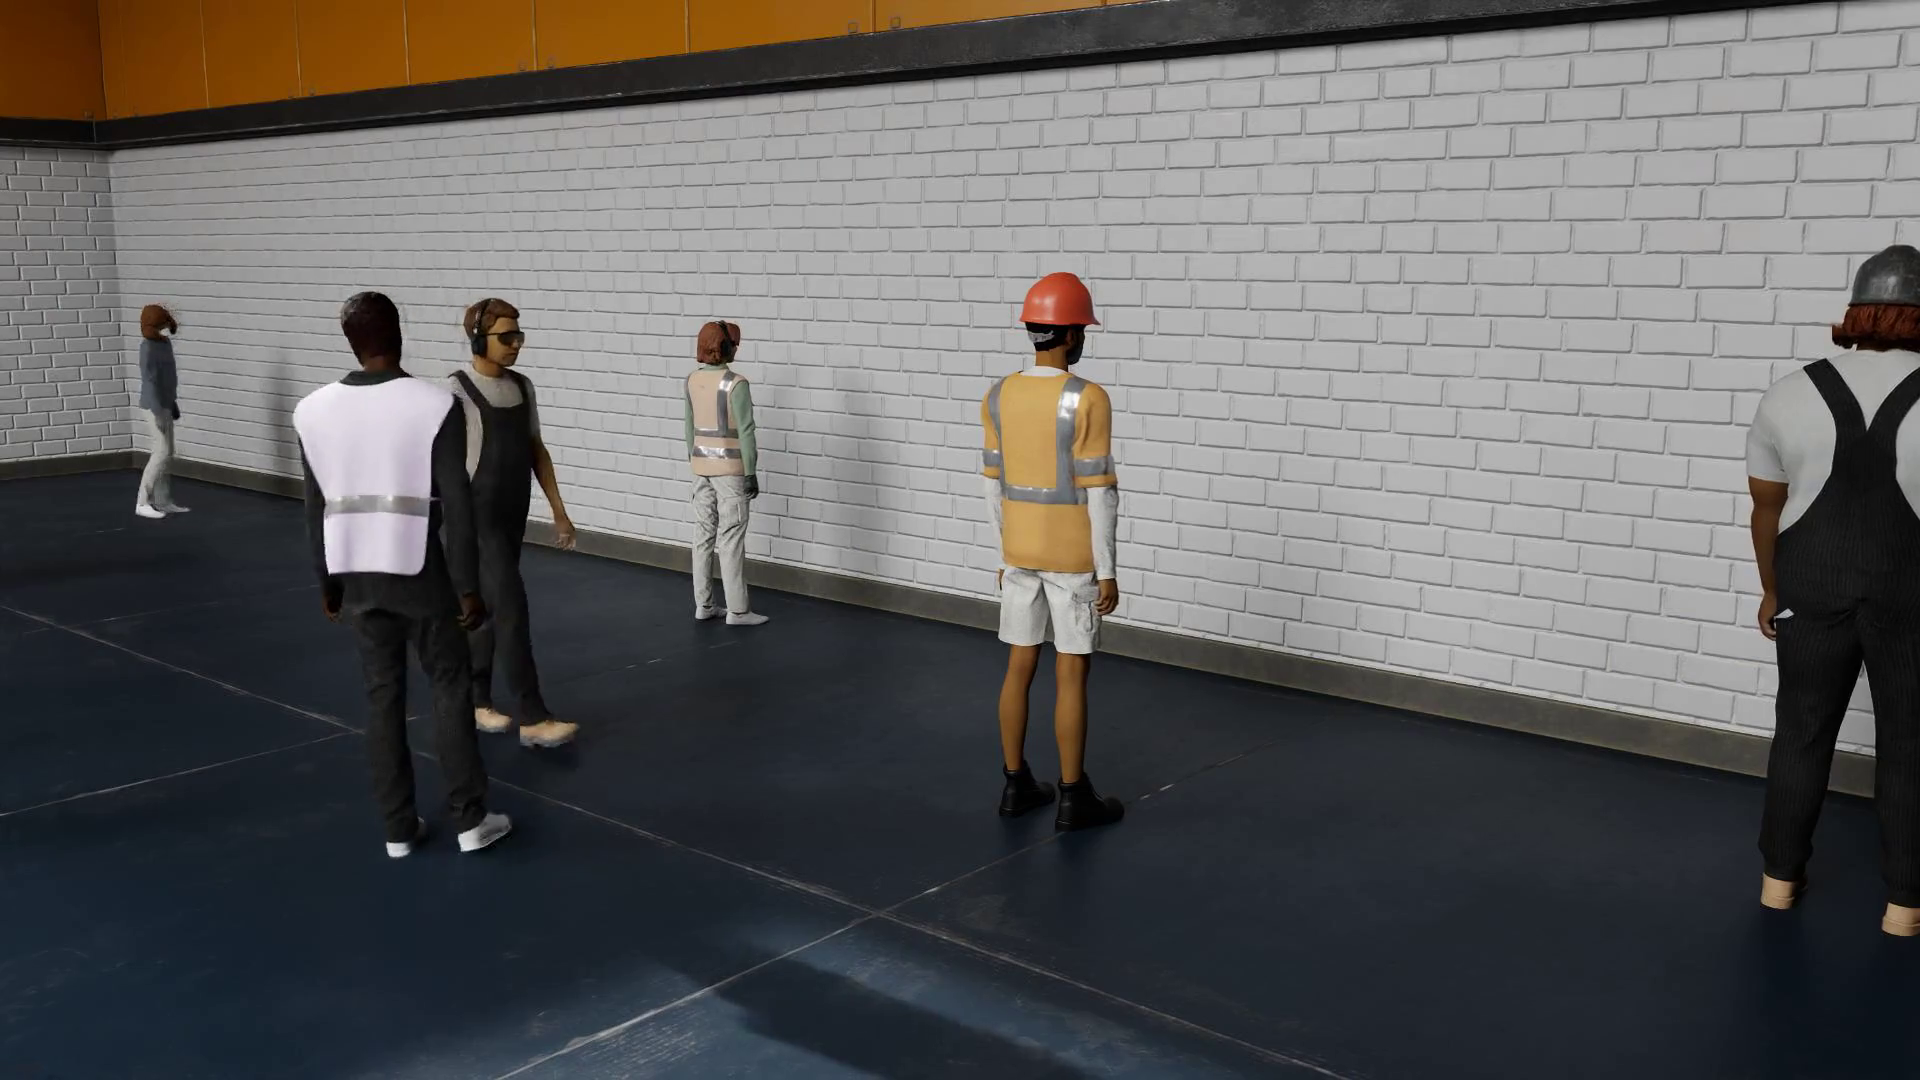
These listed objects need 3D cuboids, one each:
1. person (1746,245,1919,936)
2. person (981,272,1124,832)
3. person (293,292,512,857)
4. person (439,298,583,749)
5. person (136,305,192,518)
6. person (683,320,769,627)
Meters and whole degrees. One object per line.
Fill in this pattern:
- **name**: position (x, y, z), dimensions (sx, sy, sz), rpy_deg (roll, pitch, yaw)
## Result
- **person**: position (2.731, 0.141, 4.980), dimensions (0.683, 2.000, 0.538), rpy_deg (8, 13, 39)
- **person**: position (0.332, 0.046, 5.810), dimensions (0.544, 1.939, 0.354), rpy_deg (8, 13, 39)
- **person**: position (-1.906, 0.114, 5.591), dimensions (0.641, 1.875, 0.431), rpy_deg (1, 10, 7)
- **person**: position (-1.803, -0.067, 6.806), dimensions (0.838, 1.812, 0.529), rpy_deg (4, 11, 21)
- **person**: position (-6.053, -0.967, 12.549), dimensions (0.383, 1.604, 0.535), rpy_deg (-2, 10, -13)
- **person**: position (-1.276, -0.350, 8.914), dimensions (0.512, 1.641, 0.307), rpy_deg (8, 13, 39)
